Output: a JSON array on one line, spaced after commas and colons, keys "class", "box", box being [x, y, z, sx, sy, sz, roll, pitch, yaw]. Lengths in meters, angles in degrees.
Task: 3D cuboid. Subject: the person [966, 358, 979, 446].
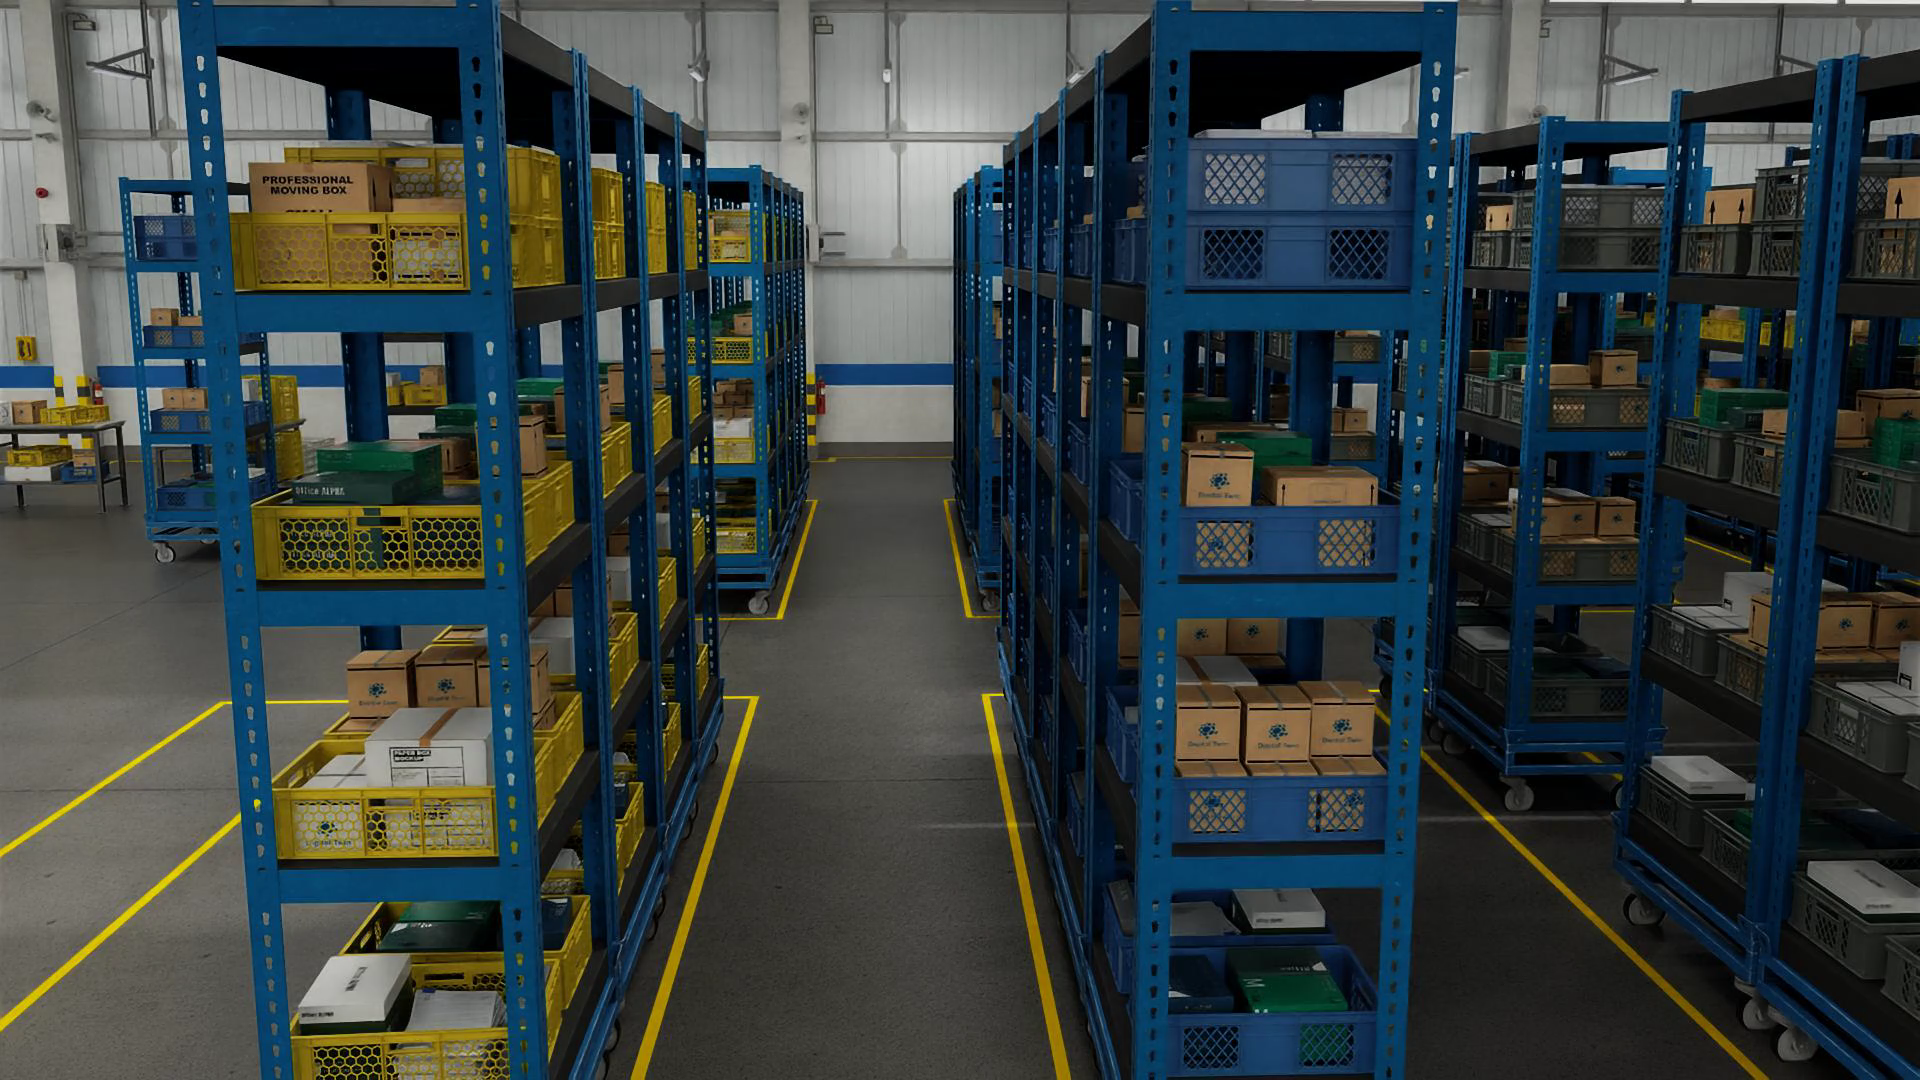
[{"class": "person", "box": [0.154, -1.743, 21.663, 0.380, 1.843, 0.570, 4, 11, 22]}]
